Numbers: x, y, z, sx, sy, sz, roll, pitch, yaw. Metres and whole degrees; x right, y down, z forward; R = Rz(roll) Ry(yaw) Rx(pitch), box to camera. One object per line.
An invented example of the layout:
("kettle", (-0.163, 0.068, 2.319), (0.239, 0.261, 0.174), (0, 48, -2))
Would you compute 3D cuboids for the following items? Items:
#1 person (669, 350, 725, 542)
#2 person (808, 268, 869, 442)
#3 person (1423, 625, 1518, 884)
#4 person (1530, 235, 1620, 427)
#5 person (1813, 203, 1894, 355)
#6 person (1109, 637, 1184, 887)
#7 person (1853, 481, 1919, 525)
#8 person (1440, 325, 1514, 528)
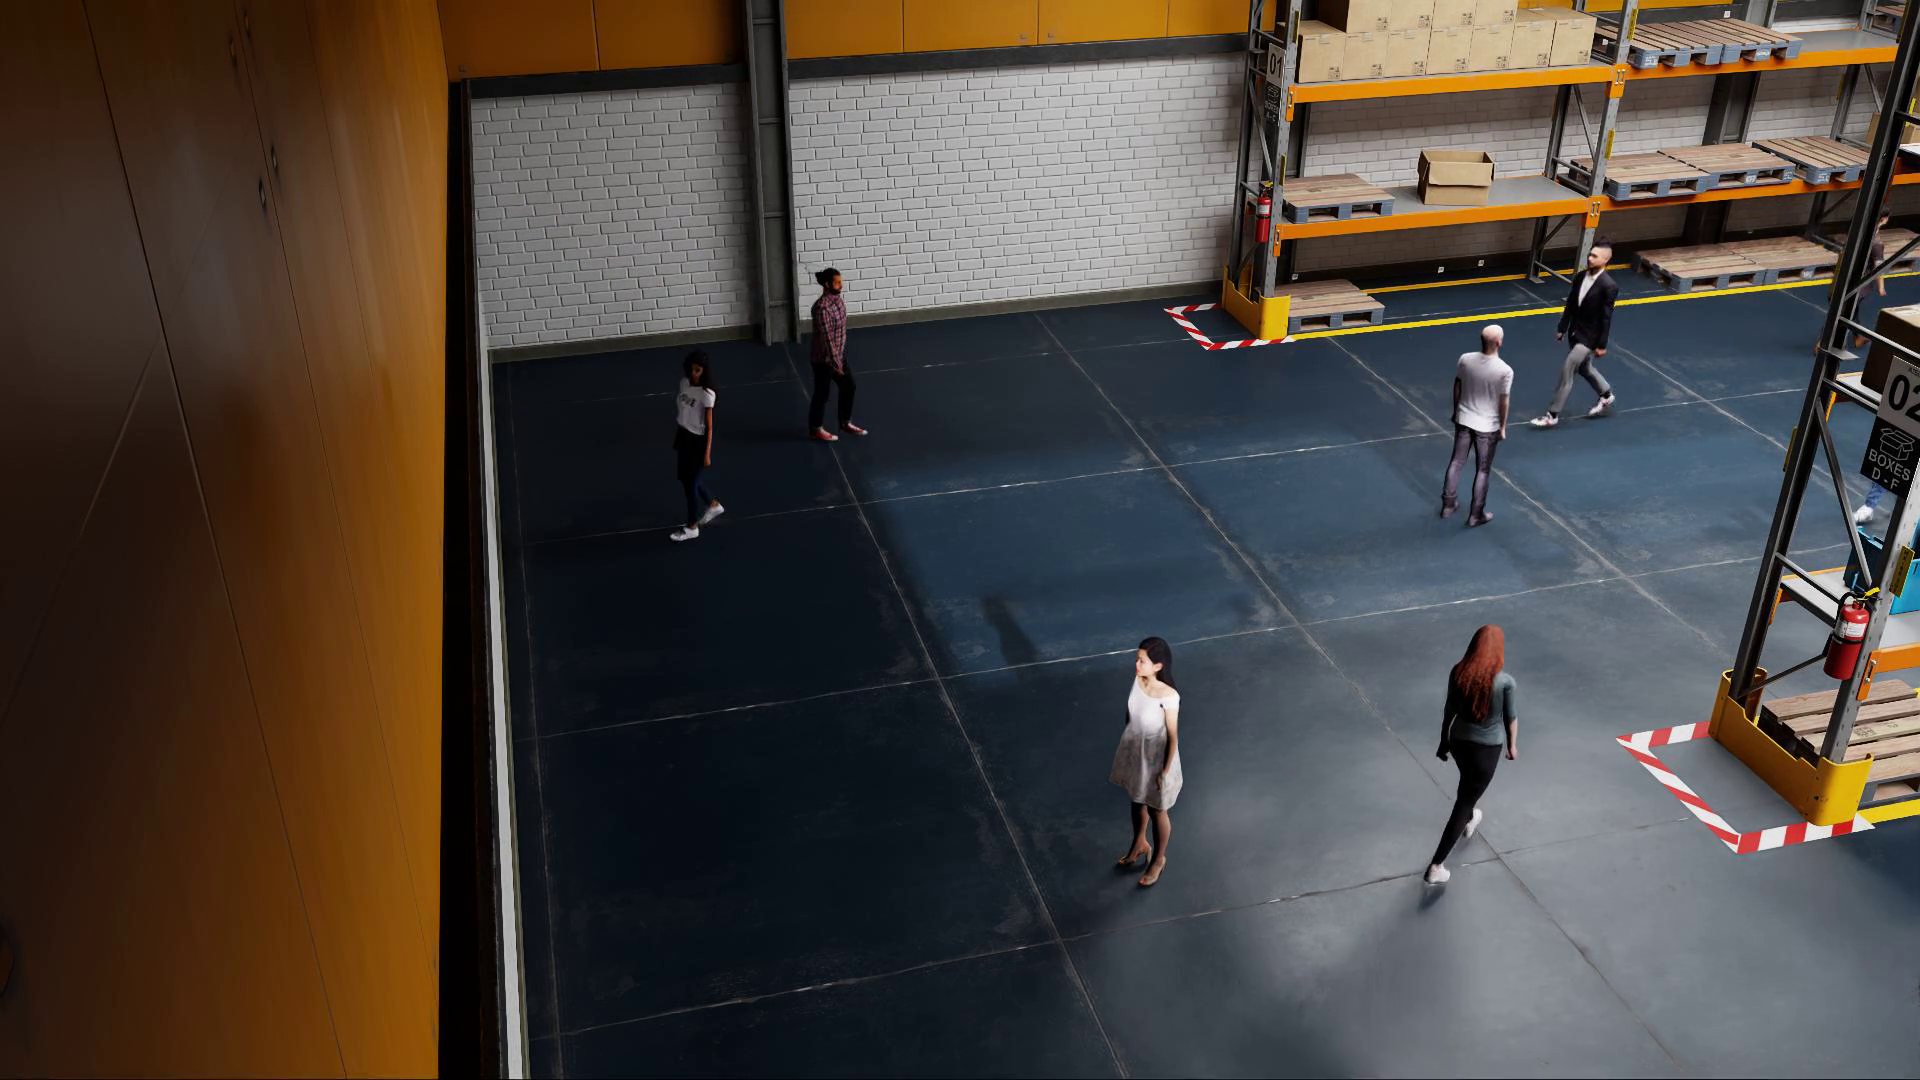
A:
("person", (-2.236, -0.808, 14.268), (0.908, 1.751, 0.800), (-13, 31, -23))
("person", (-1.345, -1.790, 16.069), (0.964, 1.748, 0.904), (10, 30, 18))
("person", (3.163, 1.366, 10.333), (1.023, 1.701, 1.223), (23, 36, 35))
("person", (6.226, -2.036, 16.348), (1.228, 1.913, 0.750), (-8, 30, -15))
("person", (9.607, -2.789, 17.976), (1.057, 1.676, 0.745), (-2, 29, -4))
("person", (1.164, 1.364, 10.261), (0.715, 1.773, 0.713), (-15, 32, -25))
("person", (8.410, -0.932, 14.482), (1.142, 1.762, 0.771), (-10, 30, -17))
("person", (4.524, -1.017, 14.566), (0.754, 1.830, 0.753), (25, 38, 38))
